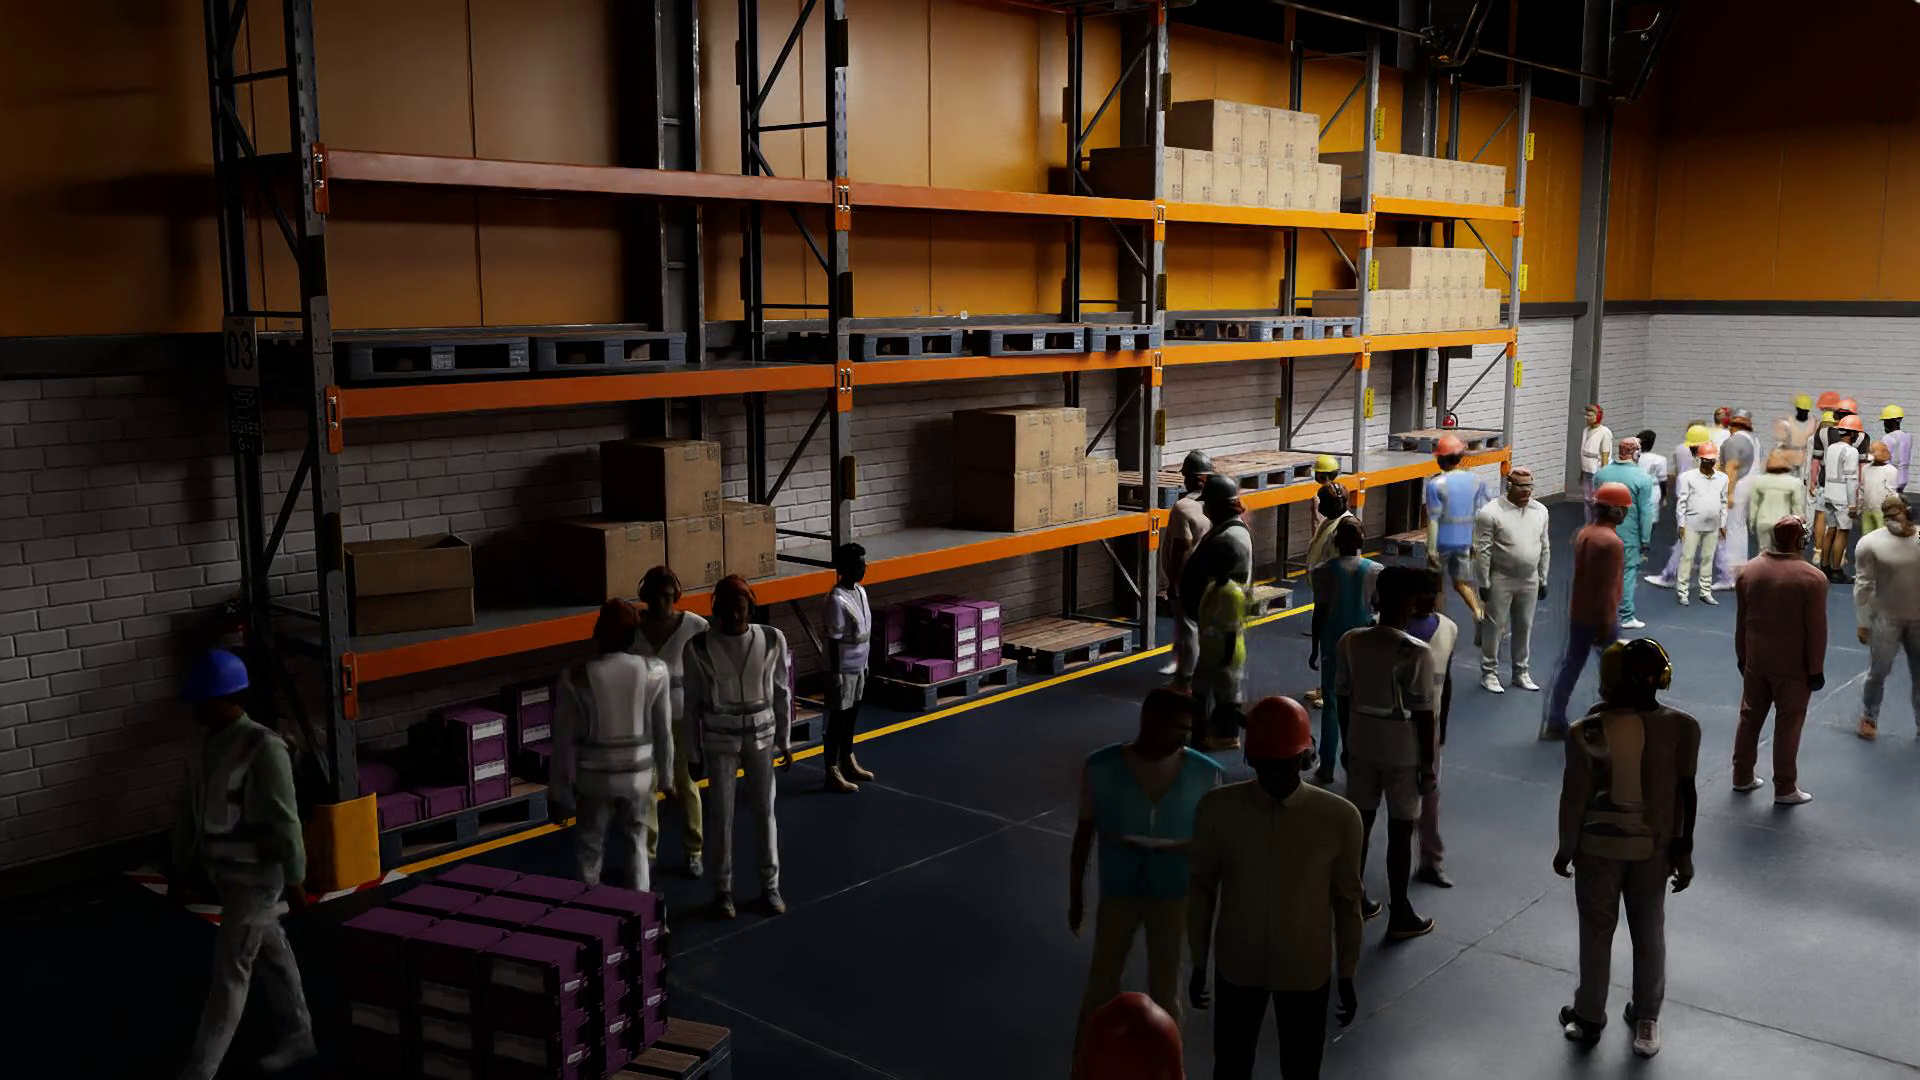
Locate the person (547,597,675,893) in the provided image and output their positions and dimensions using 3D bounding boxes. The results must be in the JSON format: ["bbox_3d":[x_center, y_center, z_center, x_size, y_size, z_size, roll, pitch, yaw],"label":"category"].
[{"bbox_3d":[-1.725,1.224,8.254,0.654,1.865,0.507,-4,10,-24],"label":"person"}]

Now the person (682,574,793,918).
[{"bbox_3d":[-1.199,1.106,8.981,0.584,1.877,0.361,-3,9,-18],"label":"person"}]

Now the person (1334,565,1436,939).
[{"bbox_3d":[2.250,1.100,8.744,0.379,1.959,0.604,-7,11,-39],"label":"person"}]

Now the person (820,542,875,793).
[{"bbox_3d":[-0.764,0.850,11.230,0.319,1.691,0.536,3,9,18],"label":"person"}]

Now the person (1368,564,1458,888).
[{"bbox_3d":[2.585,1.027,9.650,0.595,1.821,0.794,-1,9,-9],"label":"person"}]

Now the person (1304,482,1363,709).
[{"bbox_3d":[3.003,0.442,13.411,0.429,1.837,0.623,-1,9,-4],"label":"person"}]

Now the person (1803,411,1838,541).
[{"bbox_3d":[11.412,-0.835,21.968,0.490,1.730,0.324,3,9,21],"label":"person"}]

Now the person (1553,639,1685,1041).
[{"bbox_3d":[2.972,1.353,7.511,0.587,1.836,0.403,0,9,-2],"label":"person"}]

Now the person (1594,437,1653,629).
[{"bbox_3d":[6.595,-0.072,16.513,0.399,1.900,0.646,-5,10,-31],"label":"person"}]

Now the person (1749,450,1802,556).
[{"bbox_3d":[8.792,-0.165,17.971,0.514,1.620,0.365,6,11,35],"label":"person"}]

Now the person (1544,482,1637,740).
[{"bbox_3d":[4.836,0.544,12.340,0.985,1.946,0.628,-1,9,-6],"label":"person"}]

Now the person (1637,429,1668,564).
[{"bbox_3d":[8.173,-0.500,19.965,0.716,1.671,0.529,-8,12,-40],"label":"person"}]

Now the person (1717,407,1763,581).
[{"bbox_3d":[8.925,-0.571,19.258,0.858,2.000,0.537,-8,12,-43],"label":"person"}]

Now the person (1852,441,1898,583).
[{"bbox_3d":[10.449,-0.320,18.973,0.282,1.629,0.505,-3,9,-16],"label":"person"}]

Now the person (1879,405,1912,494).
[{"bbox_3d":[11.493,-0.708,20.565,0.591,1.913,0.394,-6,11,-36],"label":"person"}]

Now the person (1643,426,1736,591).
[{"bbox_3d":[8.144,-0.344,18.397,0.979,1.854,0.634,3,9,19],"label":"person"}]

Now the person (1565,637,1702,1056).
[{"bbox_3d":[3.001,1.350,7.421,0.532,1.870,0.315,6,11,35],"label":"person"}]

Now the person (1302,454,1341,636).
[{"bbox_3d":[3.528,0.056,16.094,0.304,1.772,0.525,7,11,37],"label":"person"}]

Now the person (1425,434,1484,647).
[{"bbox_3d":[4.605,0.028,15.464,0.625,2.019,0.759,-3,9,-18],"label":"person"}]

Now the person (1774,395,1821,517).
[{"bbox_3d":[11.729,-1.108,23.352,0.607,1.865,0.842,2,9,14],"label":"person"}]

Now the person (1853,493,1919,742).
[{"bbox_3d":[6.934,0.590,12.259,0.670,1.900,0.409,2,9,13],"label":"person"}]

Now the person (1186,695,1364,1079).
[{"bbox_3d":[1.114,1.519,5.926,0.617,1.993,0.396,2,9,13],"label":"person"}]

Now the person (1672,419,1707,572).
[{"bbox_3d":[8.548,-0.503,19.517,0.585,1.822,0.529,-6,11,-34],"label":"person"}]

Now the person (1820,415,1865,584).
[{"bbox_3d":[10.058,-0.463,18.949,0.388,1.926,0.549,0,9,-1],"label":"person"}]

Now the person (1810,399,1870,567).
[{"bbox_3d":[10.608,-0.689,20.080,0.612,2.029,0.407,5,10,30],"label":"person"}]

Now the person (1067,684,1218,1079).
[{"bbox_3d":[0.735,1.467,6.850,0.607,1.816,0.429,0,9,0],"label":"person"}]

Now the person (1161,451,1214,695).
[{"bbox_3d":[1.933,0.265,13.871,0.685,2.000,0.538,-8,12,-43],"label":"person"}]

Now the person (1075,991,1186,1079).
[{"bbox_3d":[0.353,1.913,3.570,0.547,1.938,0.377,0,9,-3],"label":"person"}]

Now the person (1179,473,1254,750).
[{"bbox_3d":[1.883,0.515,12.258,0.536,2.000,0.688,1,9,4],"label":"person"}]

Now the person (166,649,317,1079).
[{"bbox_3d":[-3.110,1.408,6.916,0.648,1.905,0.942,7,11,36],"label":"person"}]

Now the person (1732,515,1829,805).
[{"bbox_3d":[5.444,0.782,11.018,0.395,1.901,0.643,-4,10,-27],"label":"person"}]

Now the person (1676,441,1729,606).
[{"bbox_3d":[7.867,-0.175,17.625,0.560,1.752,0.324,-1,9,-4],"label":"person"}]

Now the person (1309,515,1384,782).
[{"bbox_3d":[2.646,0.747,11.384,0.506,1.847,0.343,1,9,5],"label":"person"}]

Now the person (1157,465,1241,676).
[{"bbox_3d":[2.076,0.273,14.348,0.799,1.872,0.670,-8,12,-41],"label":"person"}]

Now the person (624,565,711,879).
[{"bbox_3d":[-1.737,1.040,9.544,0.656,1.833,0.398,0,9,1],"label":"person"}]

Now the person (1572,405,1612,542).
[{"bbox_3d":[8.309,-0.854,21.750,0.386,1.837,0.562,-1,9,-7],"label":"person"}]

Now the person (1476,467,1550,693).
[{"bbox_3d":[4.626,0.332,13.896,0.643,1.900,0.399,-2,9,-11],"label":"person"}]

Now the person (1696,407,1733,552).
[{"bbox_3d":[9.593,-0.761,21.110,0.375,1.843,0.575,-4,10,-22],"label":"person"}]
